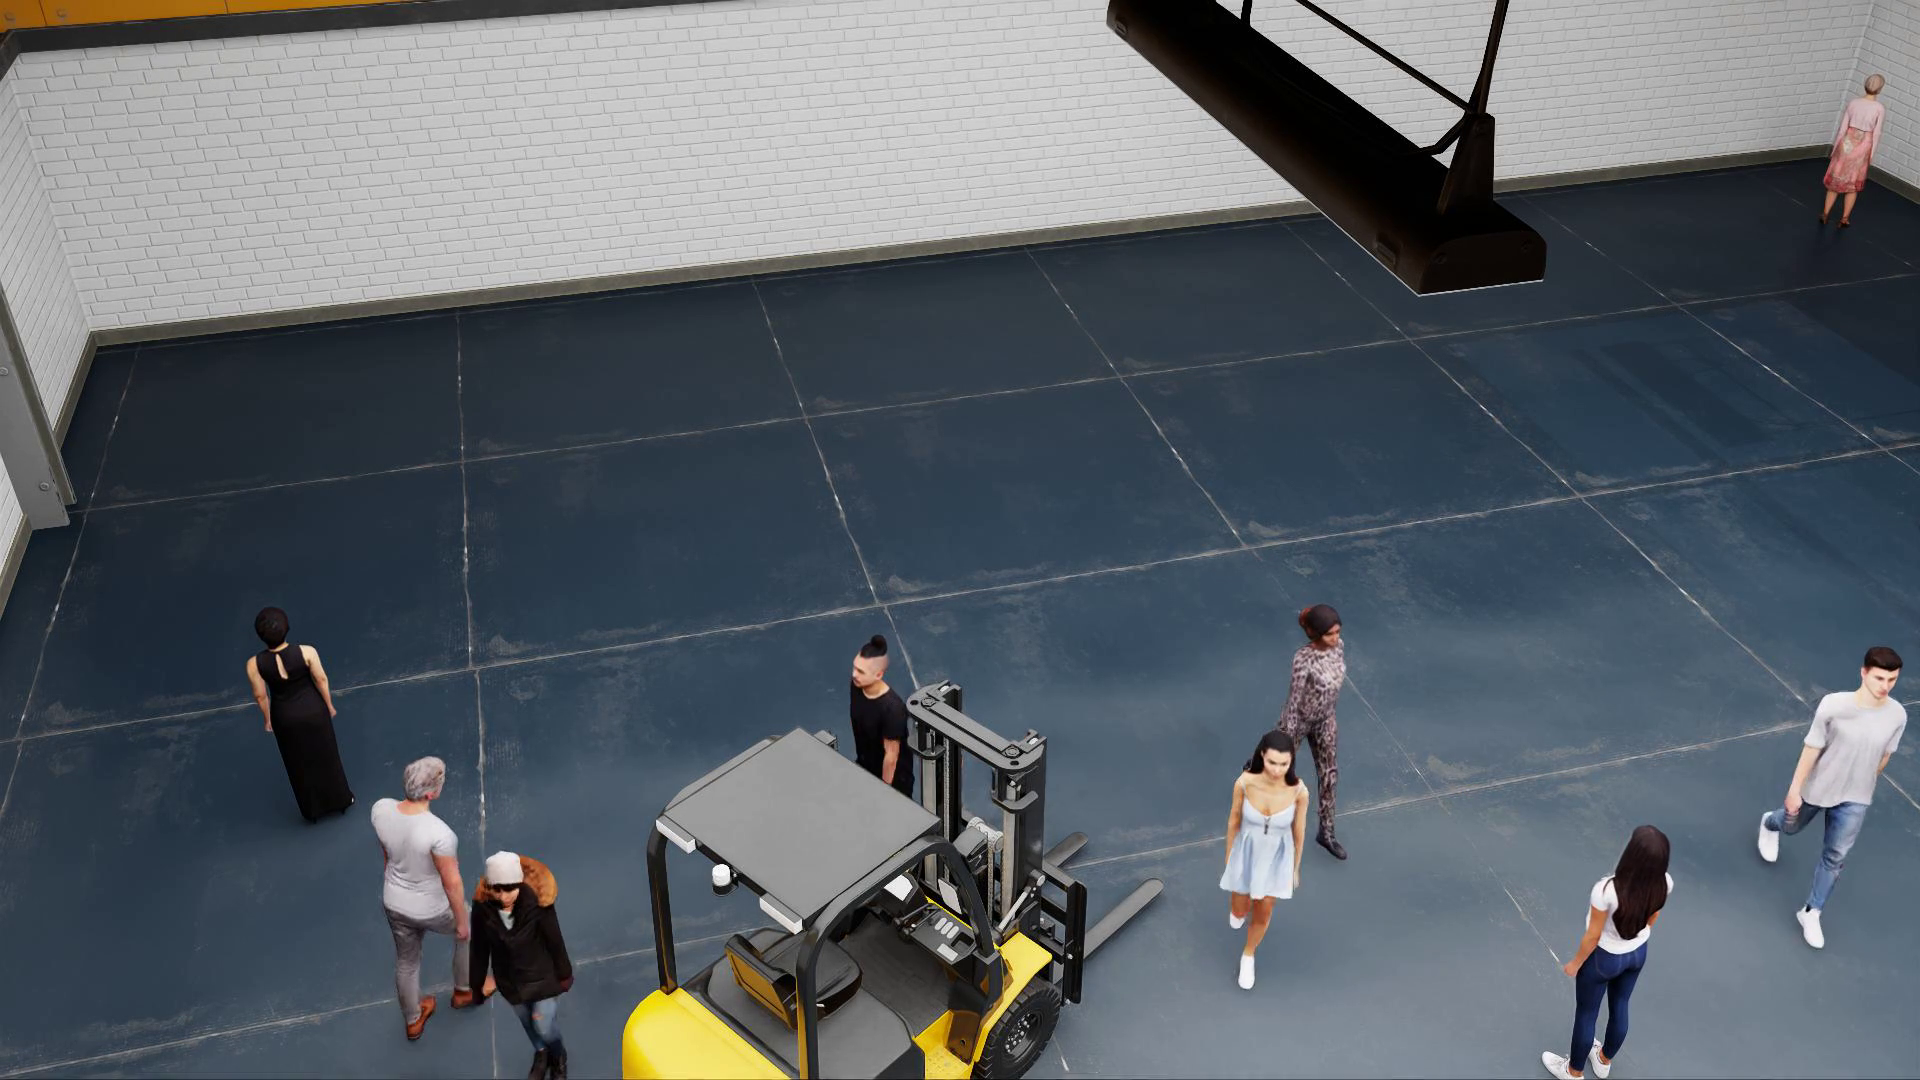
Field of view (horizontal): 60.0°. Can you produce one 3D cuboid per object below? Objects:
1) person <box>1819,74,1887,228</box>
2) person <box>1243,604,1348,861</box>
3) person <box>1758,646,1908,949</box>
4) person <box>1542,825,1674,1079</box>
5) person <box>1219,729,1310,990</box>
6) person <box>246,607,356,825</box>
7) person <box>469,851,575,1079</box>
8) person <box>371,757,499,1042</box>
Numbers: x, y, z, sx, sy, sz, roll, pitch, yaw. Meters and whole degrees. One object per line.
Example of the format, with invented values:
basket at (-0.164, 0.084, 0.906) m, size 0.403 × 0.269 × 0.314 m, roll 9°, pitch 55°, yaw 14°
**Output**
person at (9.788, -4.258, 18.209) m, size 0.683 × 1.690 × 0.755 m, roll 23°, pitch 40°, yaw 30°
person at (2.066, 1.081, 10.193) m, size 0.815 × 1.671 × 1.222 m, roll -18°, pitch 37°, yaw -25°
person at (5.007, 1.361, 9.606) m, size 1.000 × 1.855 × 1.287 m, roll 5°, pitch 34°, yaw 8°
person at (3.349, 2.140, 8.507) m, size 0.592 × 1.775 × 0.517 m, roll -10°, pitch 35°, yaw -15°
person at (1.678, 1.705, 9.214) m, size 0.760 × 1.716 × 0.896 m, roll 4°, pitch 34°, yaw 7°
person at (-4.071, 1.089, 10.243) m, size 0.602 × 1.603 × 0.546 m, roll -13°, pitch 36°, yaw -19°
person at (-2.217, 2.162, 8.604) m, size 0.738 × 1.629 × 0.742 m, roll 6°, pitch 34°, yaw 9°
person at (-2.872, 1.967, 8.763) m, size 0.996 × 1.780 × 1.025 m, roll 8°, pitch 35°, yaw 12°
